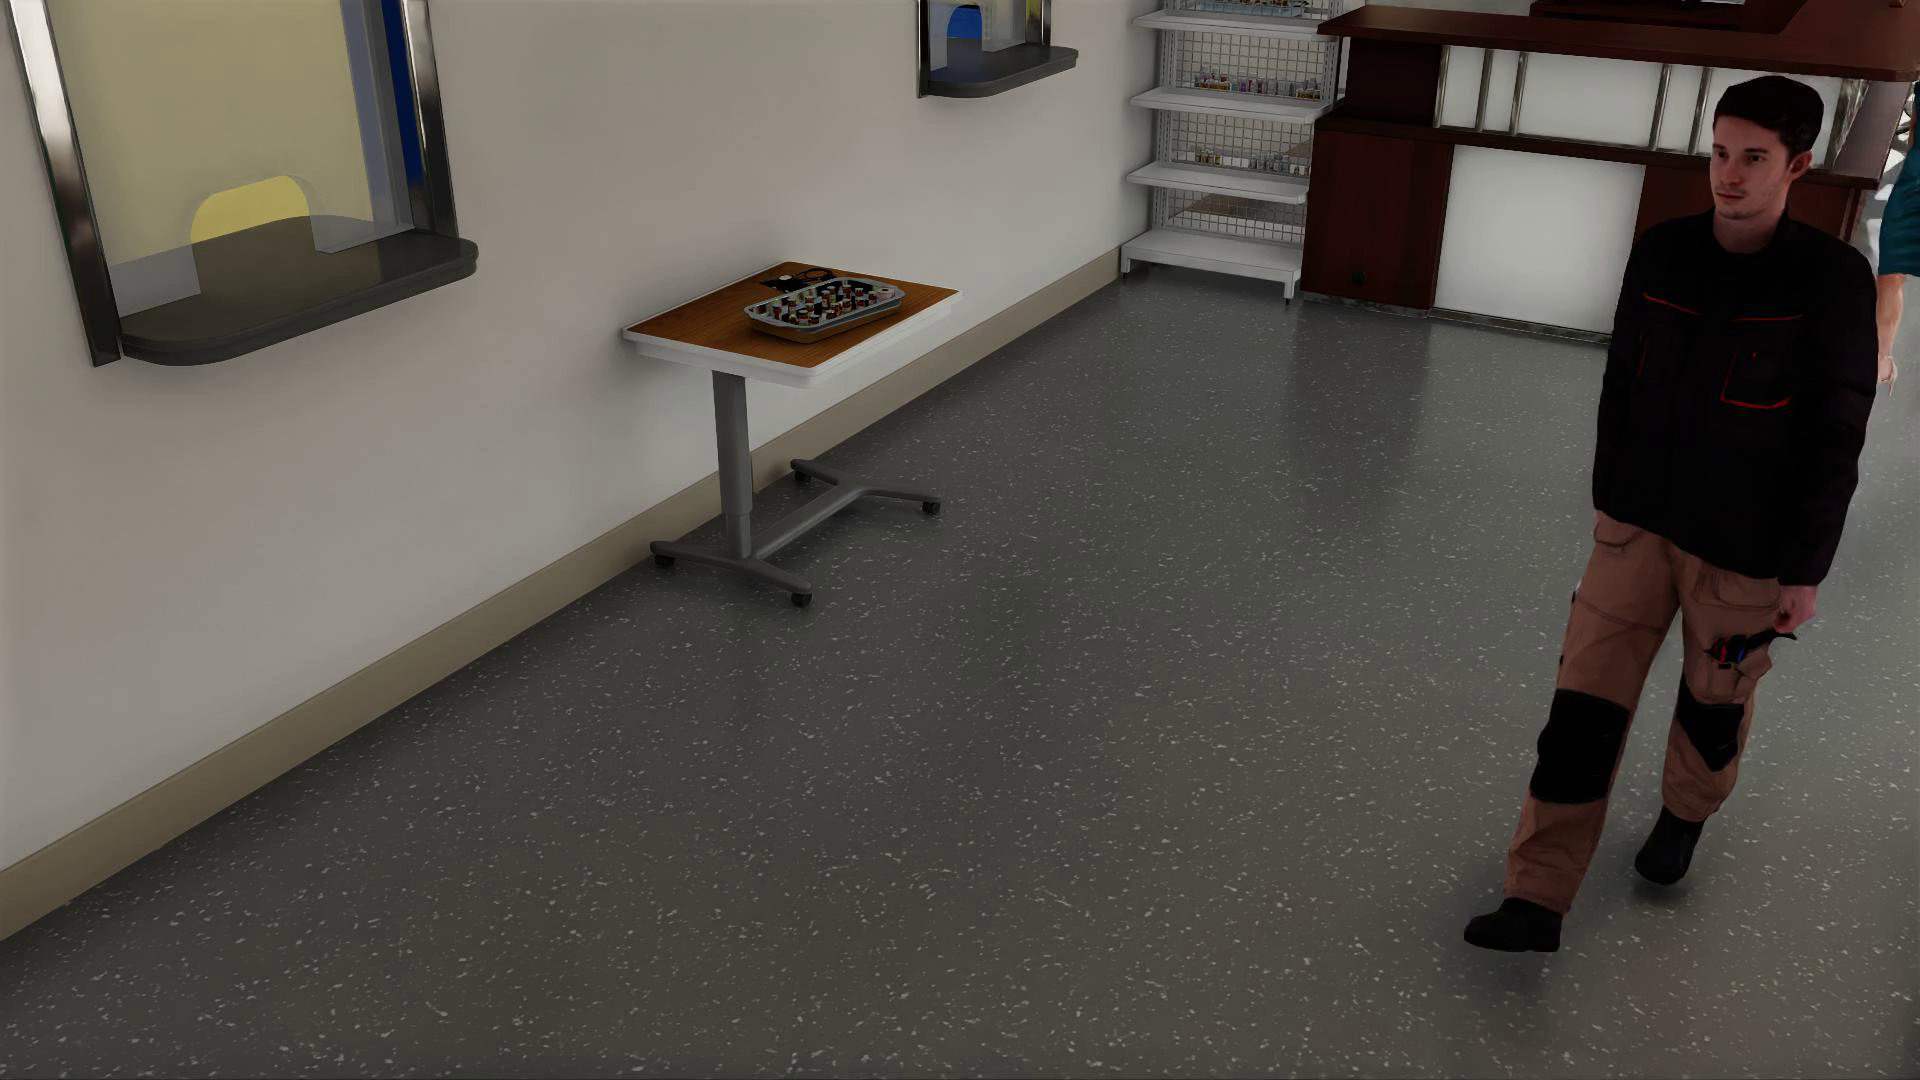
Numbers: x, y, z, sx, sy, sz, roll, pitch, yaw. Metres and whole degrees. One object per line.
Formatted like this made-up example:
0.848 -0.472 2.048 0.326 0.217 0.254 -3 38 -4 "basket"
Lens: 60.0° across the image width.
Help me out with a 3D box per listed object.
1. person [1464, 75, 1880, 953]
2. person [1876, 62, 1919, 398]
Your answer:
1.626 -0.006 3.574 1.193 1.872 0.927 20 32 36 "person"
3.973 -1.369 6.653 0.987 1.654 0.988 -12 28 -23 "person"
